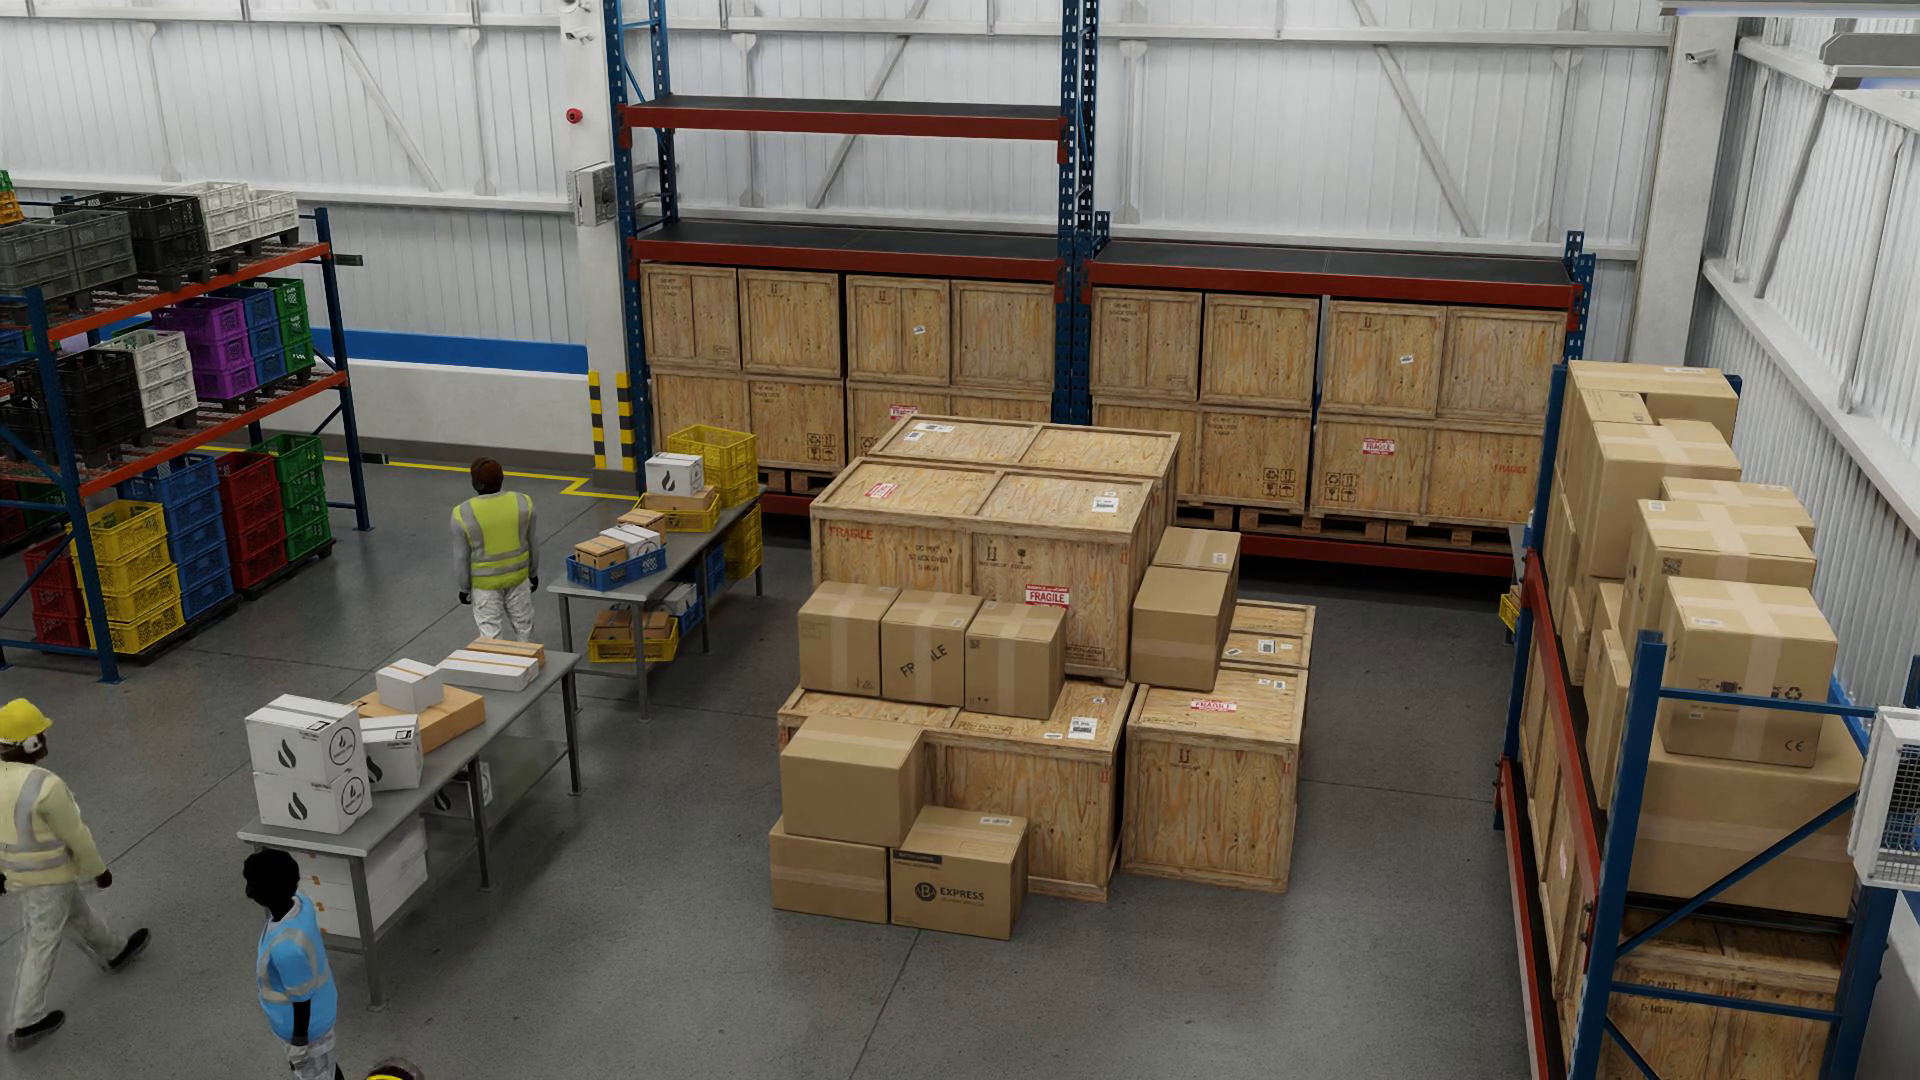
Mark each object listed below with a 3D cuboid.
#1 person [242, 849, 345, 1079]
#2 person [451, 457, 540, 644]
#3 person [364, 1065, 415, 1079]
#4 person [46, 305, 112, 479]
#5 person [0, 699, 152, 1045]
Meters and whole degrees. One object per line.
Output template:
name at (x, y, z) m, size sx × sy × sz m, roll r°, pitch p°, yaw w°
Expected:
person at (-2.950, 2.129, 7.448) m, size 0.317 × 1.698 × 0.540 m, roll -7°, pitch 22°, yaw -18°
person at (-3.357, 0.278, 12.092) m, size 0.626 × 1.847 × 0.429 m, roll -13°, pitch 25°, yaw -31°
person at (-1.982, 2.664, 5.883) m, size 0.535 × 1.817 × 0.942 m, roll 6°, pitch 22°, yaw 14°
person at (-8.748, -1.453, 16.491) m, size 0.354 × 1.936 × 0.635 m, roll 2°, pitch 21°, yaw 6°
person at (-4.704, 1.644, 8.608) m, size 0.599 × 1.782 × 0.945 m, roll 10°, pitch 23°, yaw 25°
